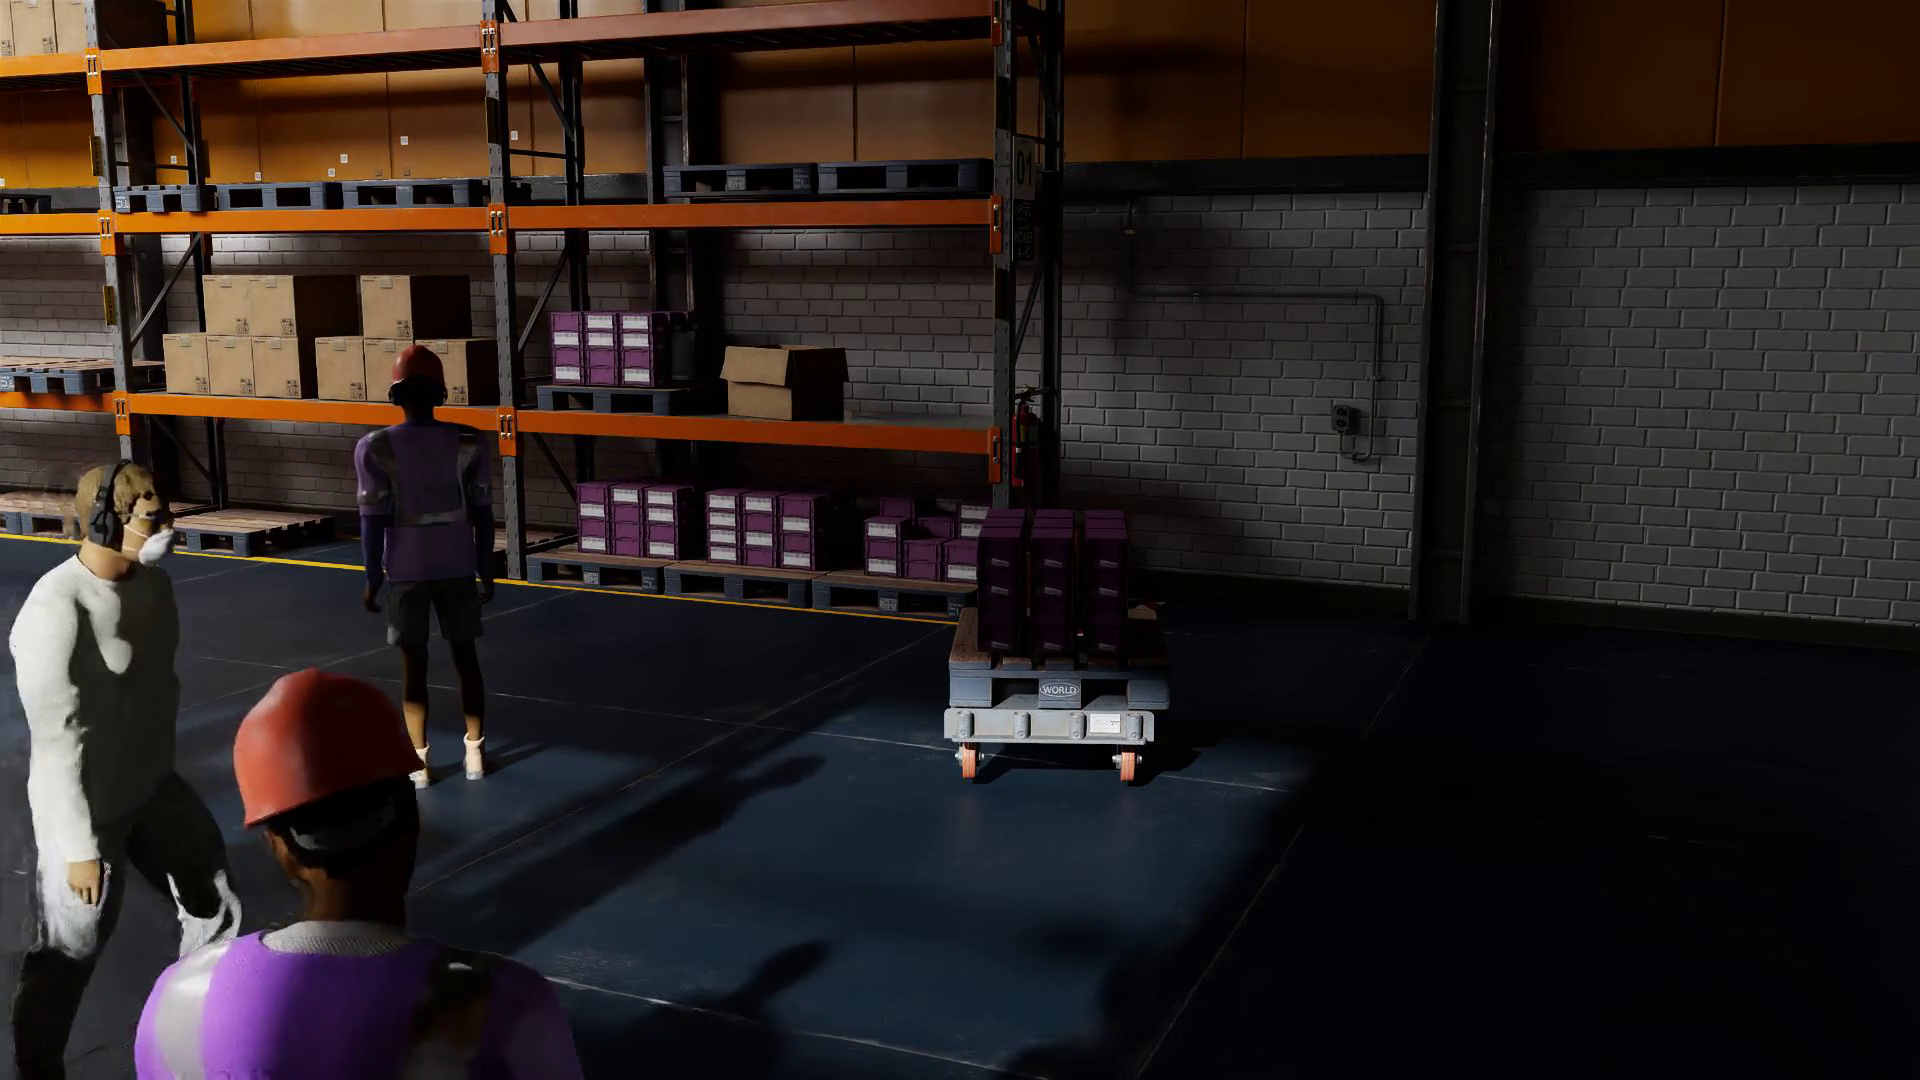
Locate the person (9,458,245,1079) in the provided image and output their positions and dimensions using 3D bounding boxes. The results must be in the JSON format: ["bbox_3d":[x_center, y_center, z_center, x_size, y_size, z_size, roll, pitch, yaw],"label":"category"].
[{"bbox_3d":[-2.200,0.729,4.510,0.845,1.903,0.635,1,10,4],"label":"person"}]

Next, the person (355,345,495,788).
[{"bbox_3d":[-2.462,0.126,7.708,0.605,2.045,0.381,-5,11,-27],"label":"person"}]

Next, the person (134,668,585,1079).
[{"bbox_3d":[-0.670,1.124,2.153,0.726,1.909,0.451,2,10,13],"label":"person"}]
